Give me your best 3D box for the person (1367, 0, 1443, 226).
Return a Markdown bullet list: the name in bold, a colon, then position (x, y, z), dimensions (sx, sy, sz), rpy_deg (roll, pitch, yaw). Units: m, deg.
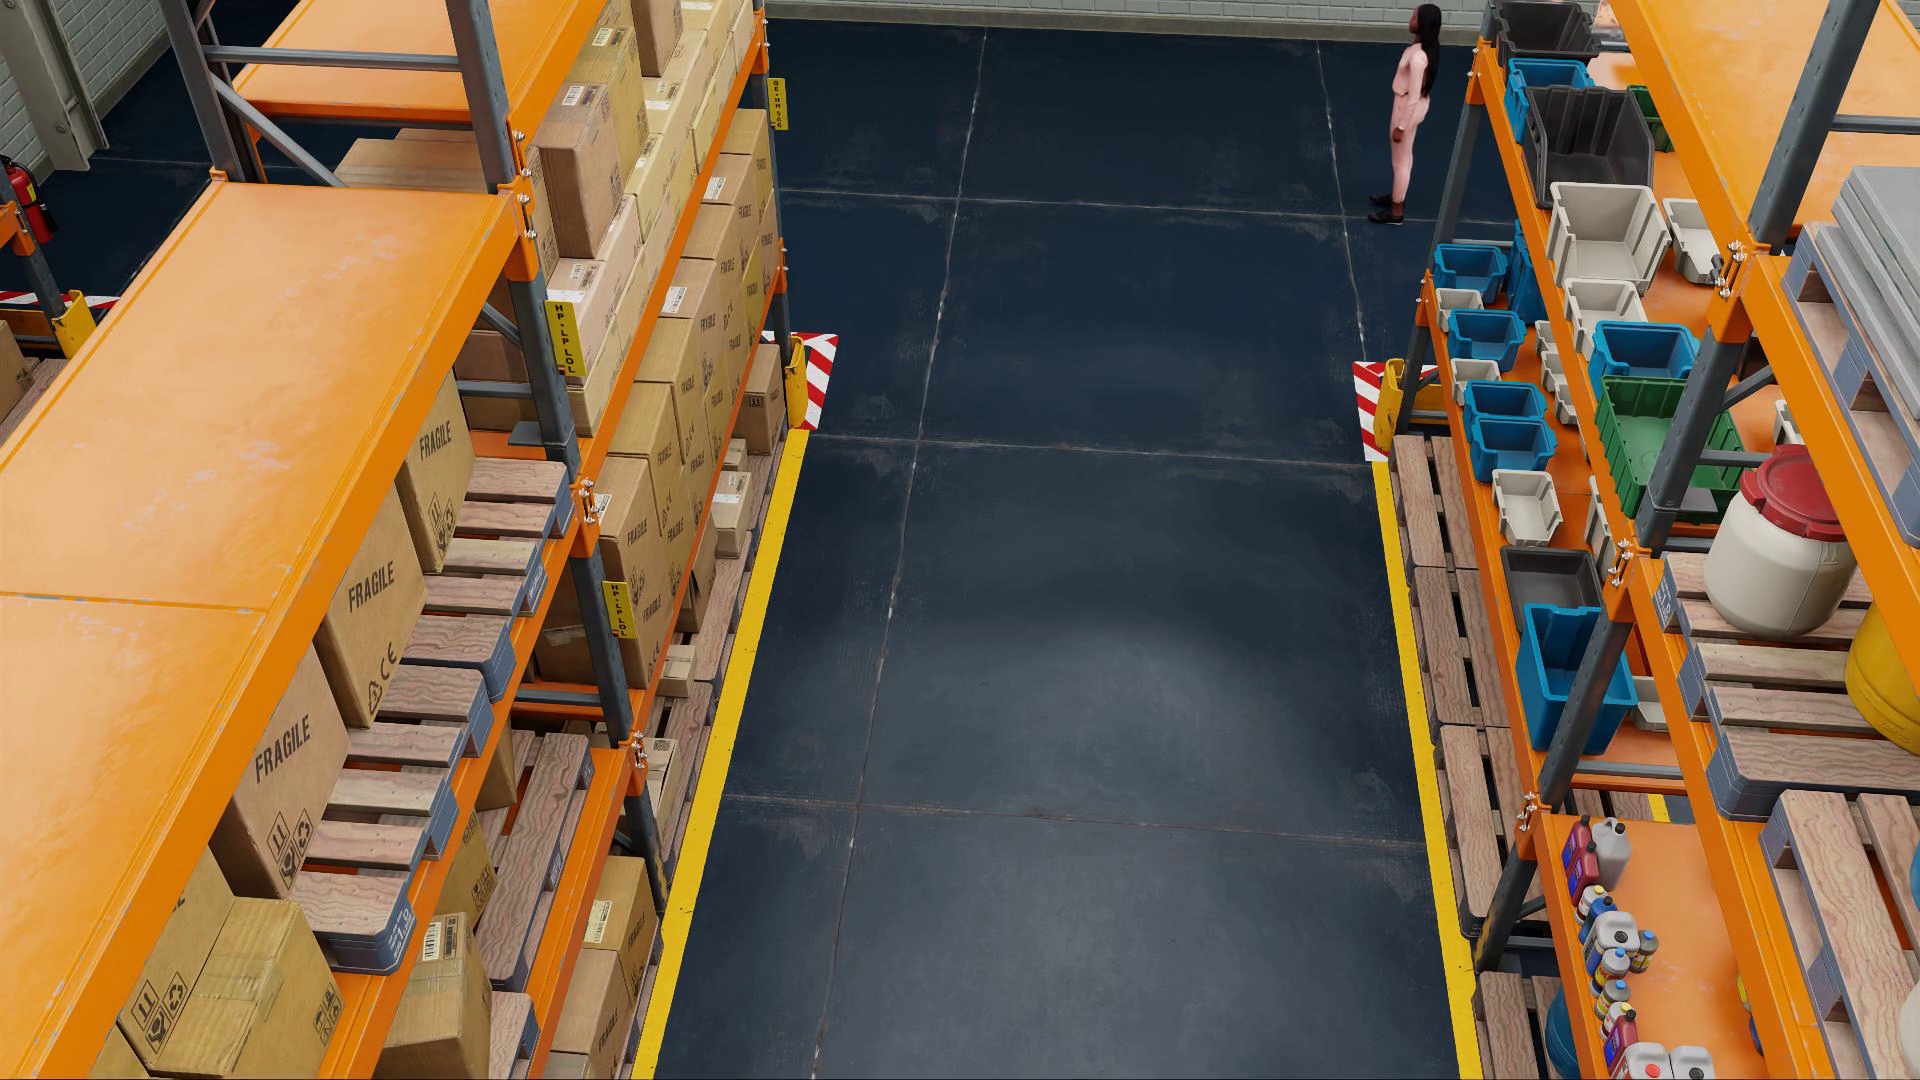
- **person**: position (3.329, -3.153, 12.326), dimensions (0.727, 1.720, 0.559), rpy_deg (13, 45, 14)
